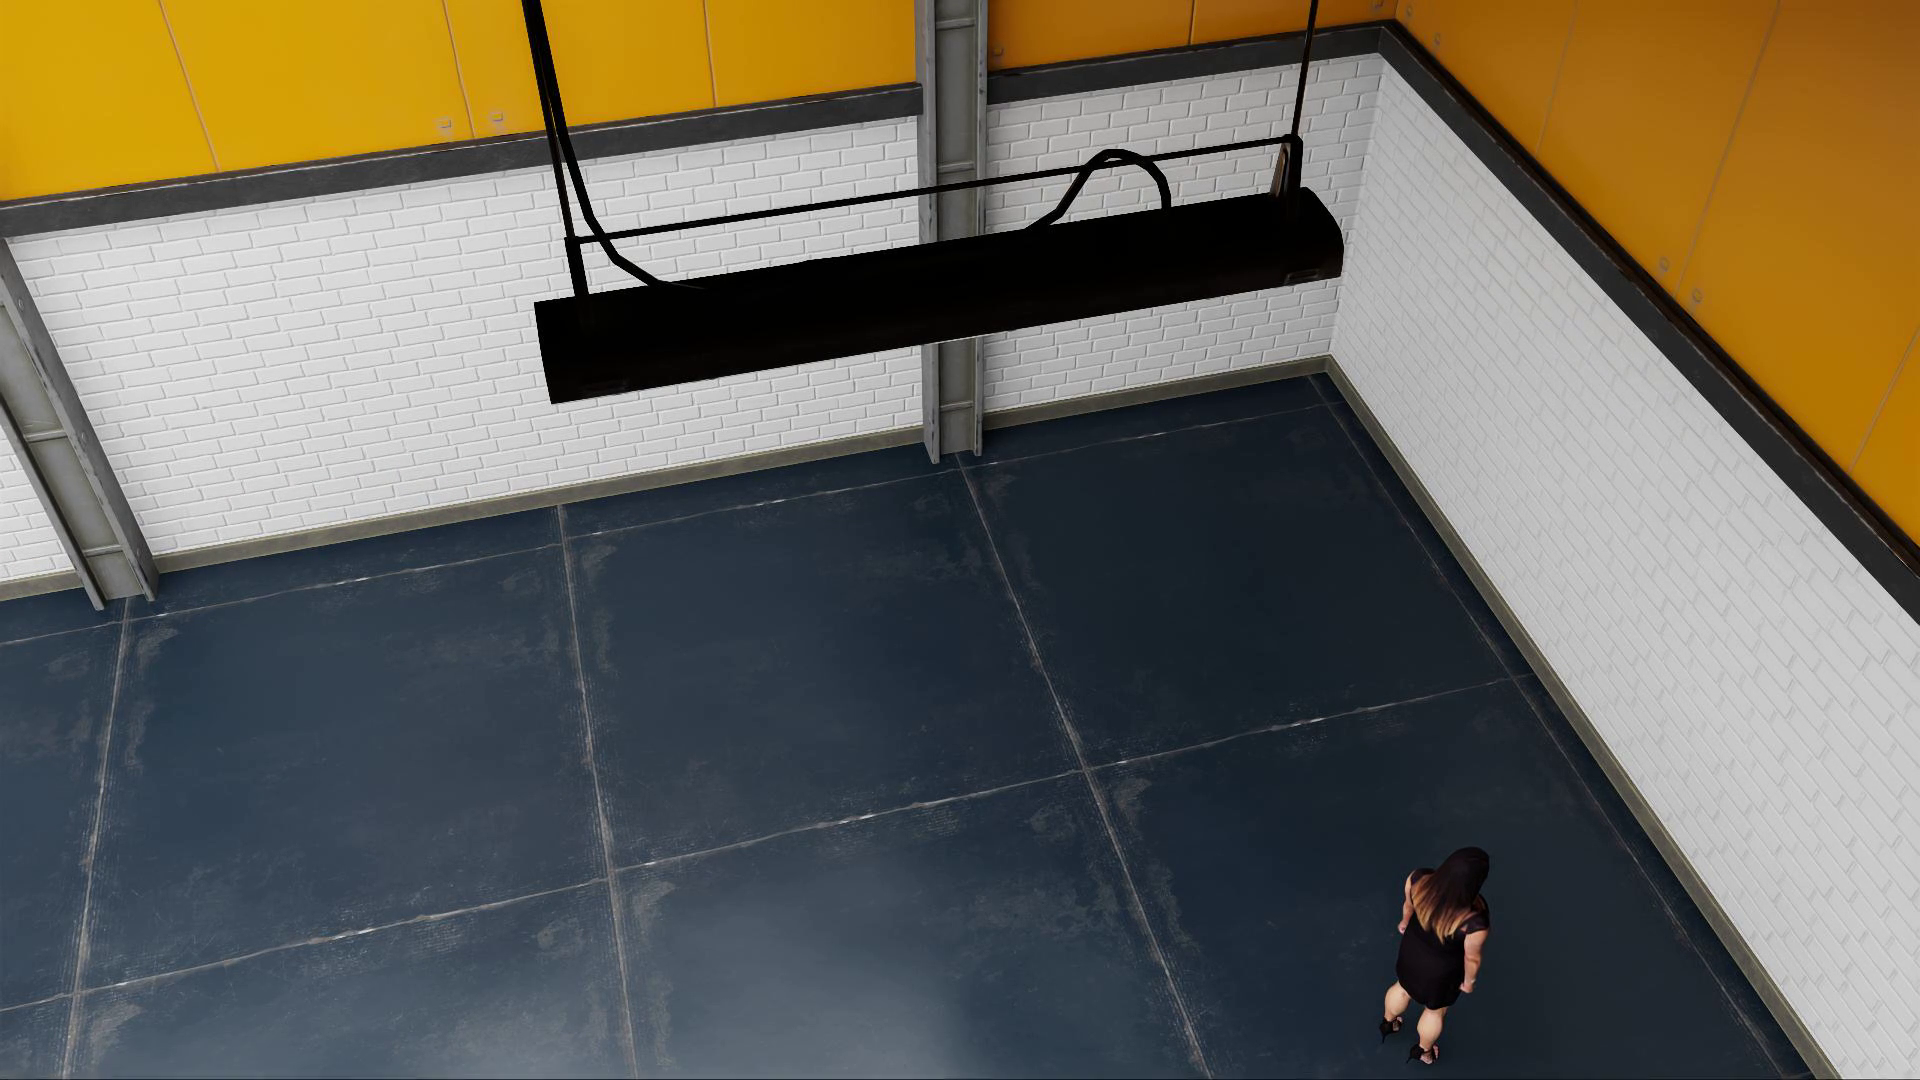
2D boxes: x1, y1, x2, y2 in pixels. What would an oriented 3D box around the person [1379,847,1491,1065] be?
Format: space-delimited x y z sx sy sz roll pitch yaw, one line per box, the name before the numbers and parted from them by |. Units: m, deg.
person | 2.443 2.147 8.563 0.735 1.718 0.736 -29 51 -27
